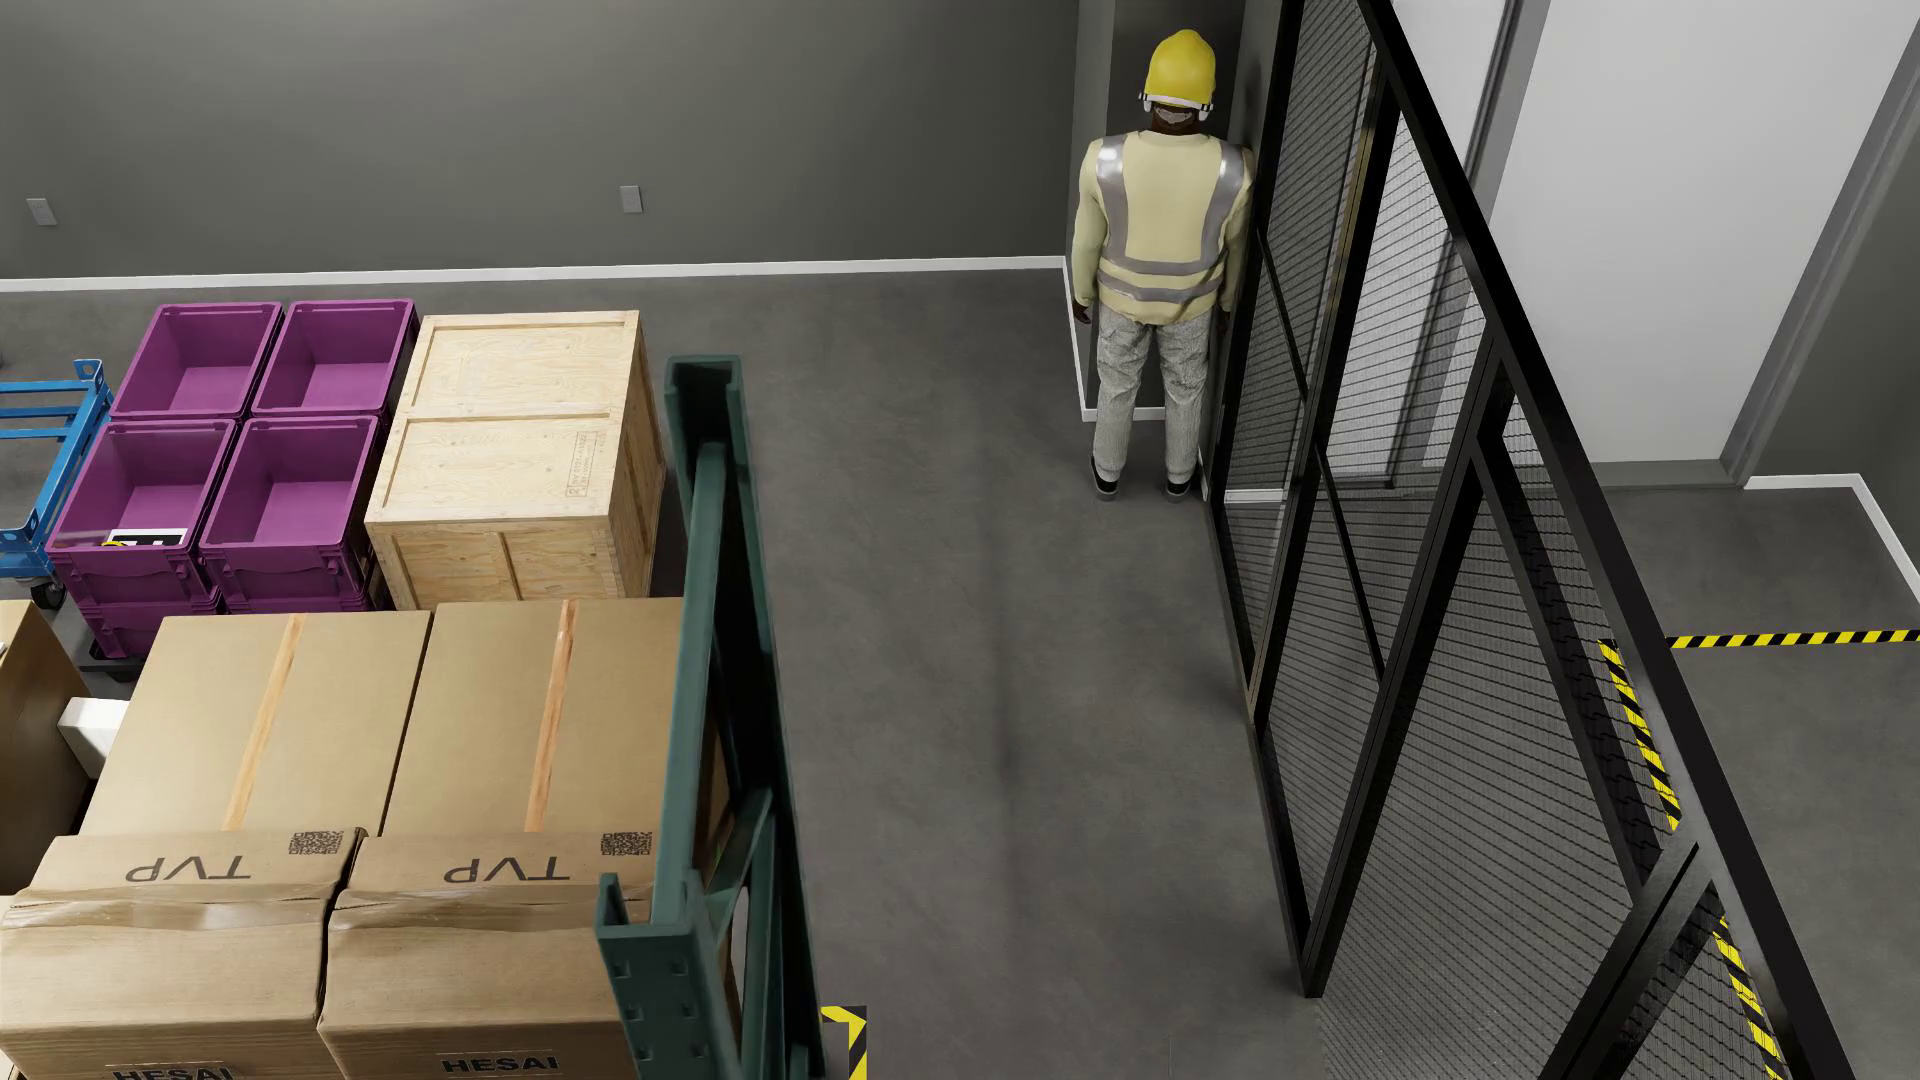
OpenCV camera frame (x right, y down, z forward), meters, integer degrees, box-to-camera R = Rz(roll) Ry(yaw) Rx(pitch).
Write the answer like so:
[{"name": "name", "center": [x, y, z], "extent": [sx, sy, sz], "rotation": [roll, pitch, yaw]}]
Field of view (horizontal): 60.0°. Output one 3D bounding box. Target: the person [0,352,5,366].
[{"name": "person", "center": [-4.036, -1.279, 5.978], "extent": [0.374, 1.939, 0.629], "rotation": [-2, 46, -2]}]

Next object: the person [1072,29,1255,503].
[{"name": "person", "center": [0.675, -0.870, 5.659], "extent": [0.599, 1.830, 0.403], "rotation": [4, 46, 4]}]
